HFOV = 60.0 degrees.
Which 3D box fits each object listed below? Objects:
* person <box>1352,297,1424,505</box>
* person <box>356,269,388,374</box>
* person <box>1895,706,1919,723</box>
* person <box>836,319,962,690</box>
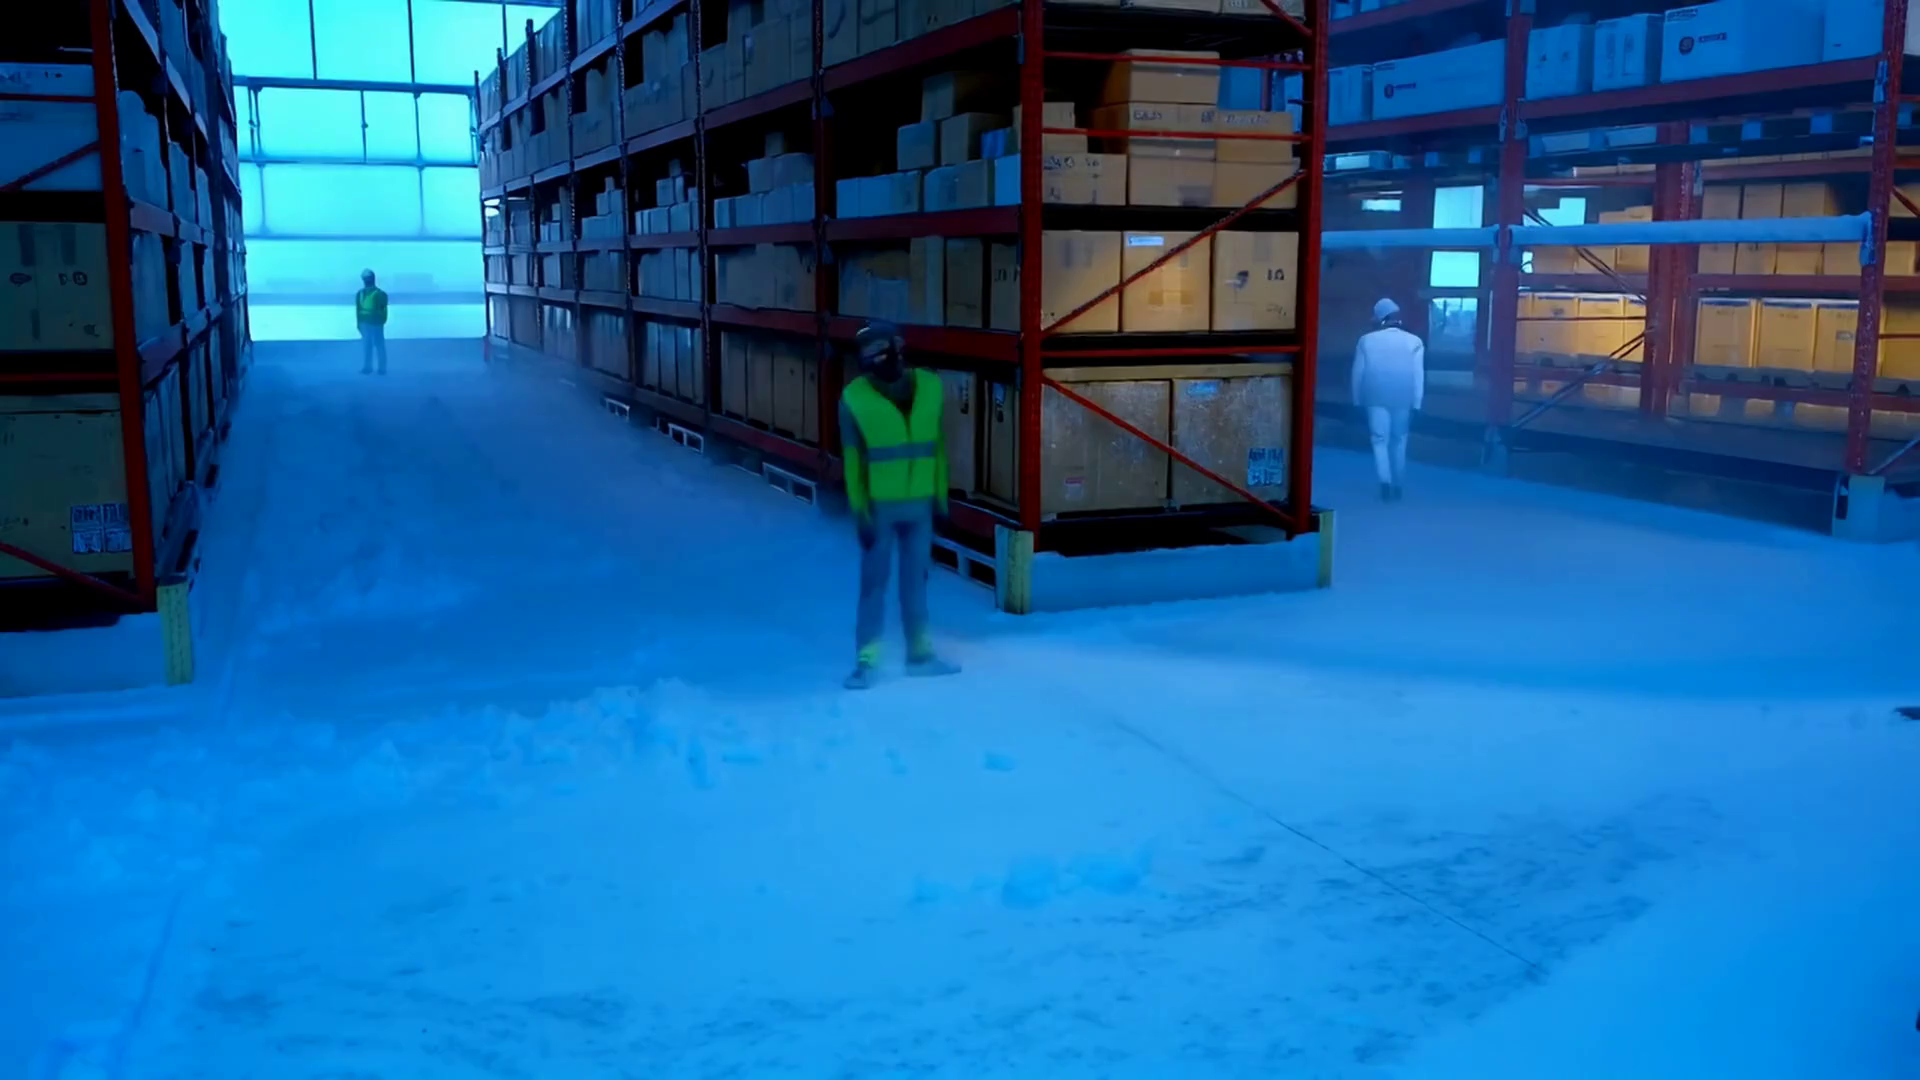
[{"bbox_3d":[3.699,-1.197,14.339,0.599,1.790,0.842,1,9,3],"label":"person"},{"bbox_3d":[-10.941,-4.050,30.906,0.616,1.946,0.392,2,10,11],"label":"person"},{"bbox_3d":[4.520,-0.097,7.387,0.643,1.900,0.399,-3,10,-16],"label":"person"},{"bbox_3d":[-0.286,-0.177,8.155,0.711,1.807,0.396,-6,11,-32],"label":"person"}]
